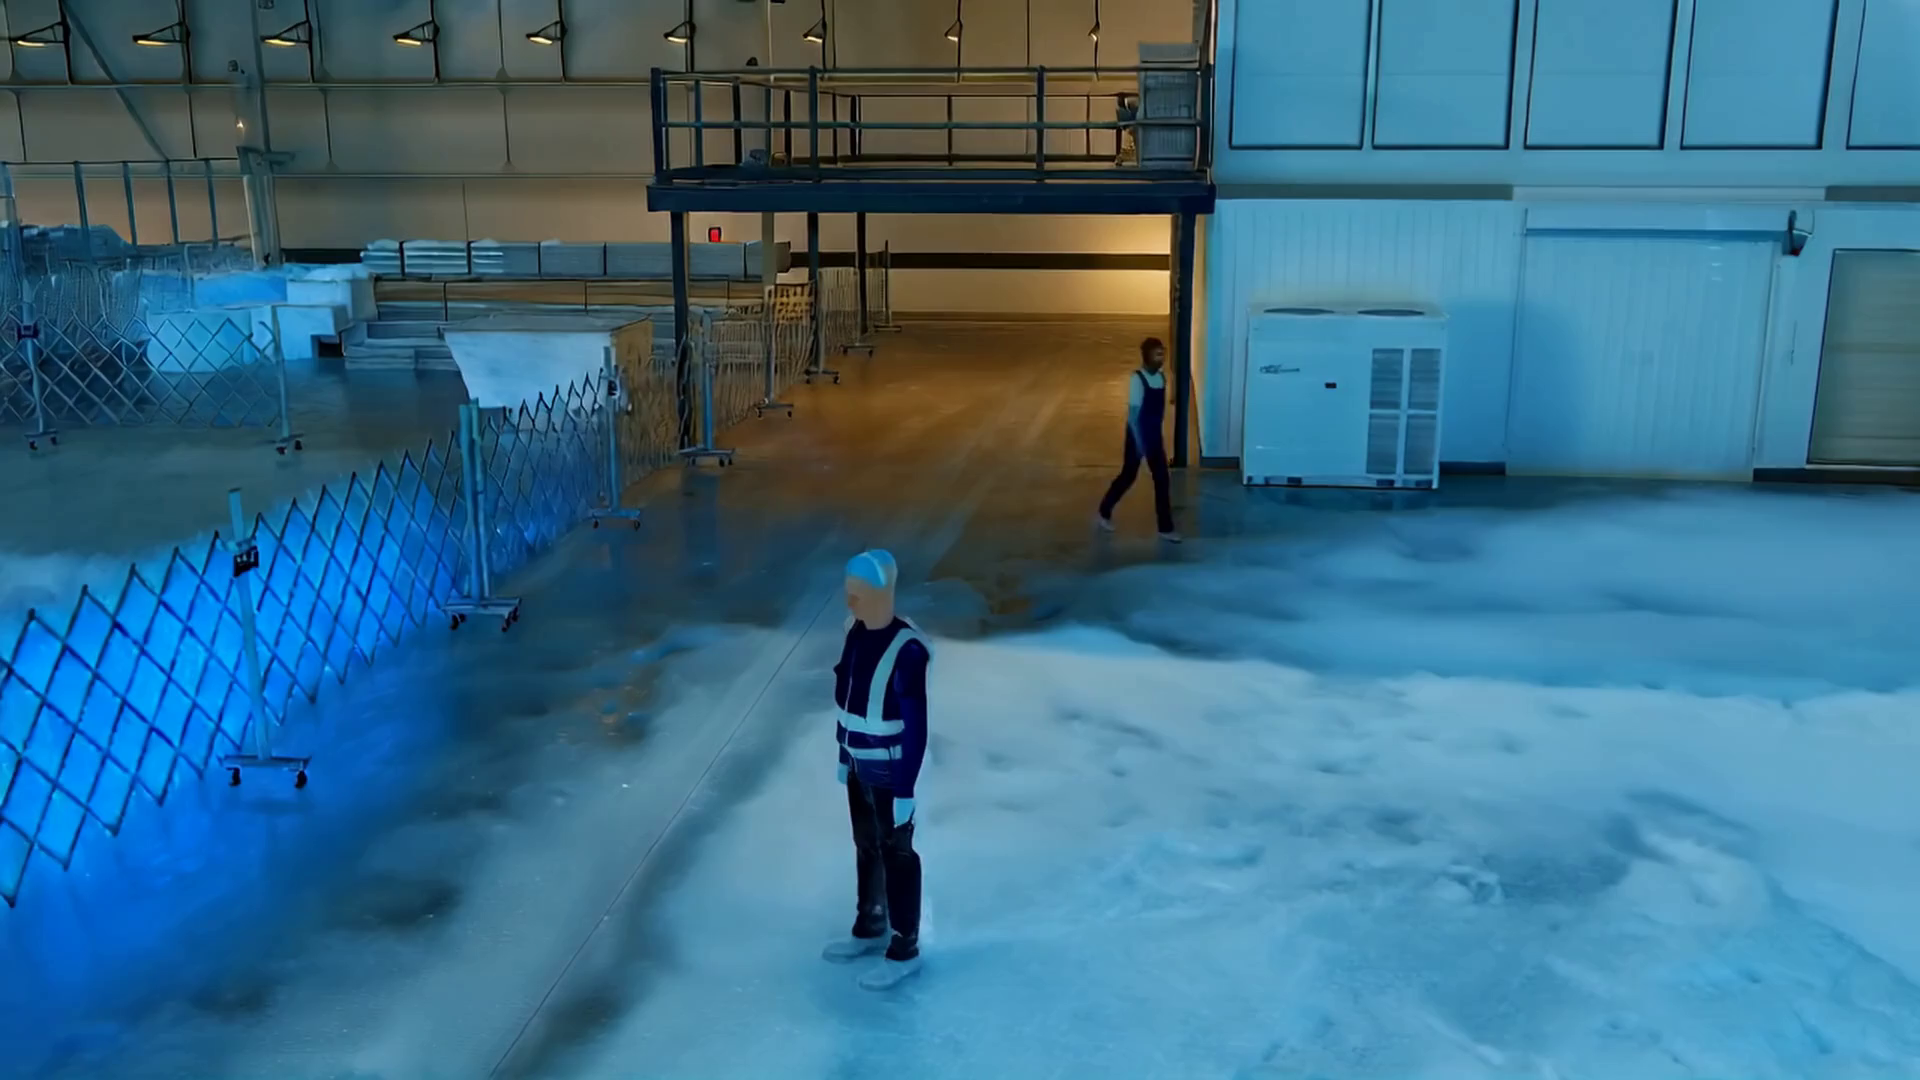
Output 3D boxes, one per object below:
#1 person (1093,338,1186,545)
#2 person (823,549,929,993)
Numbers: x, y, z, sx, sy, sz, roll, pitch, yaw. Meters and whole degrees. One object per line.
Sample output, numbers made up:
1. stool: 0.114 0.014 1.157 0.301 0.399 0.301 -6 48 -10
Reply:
1. person: 1.592 -0.893 14.700 0.534 1.812 0.948 -12 18 -41
2. person: -0.349 0.953 6.968 0.356 1.886 0.574 -9 16 -33
